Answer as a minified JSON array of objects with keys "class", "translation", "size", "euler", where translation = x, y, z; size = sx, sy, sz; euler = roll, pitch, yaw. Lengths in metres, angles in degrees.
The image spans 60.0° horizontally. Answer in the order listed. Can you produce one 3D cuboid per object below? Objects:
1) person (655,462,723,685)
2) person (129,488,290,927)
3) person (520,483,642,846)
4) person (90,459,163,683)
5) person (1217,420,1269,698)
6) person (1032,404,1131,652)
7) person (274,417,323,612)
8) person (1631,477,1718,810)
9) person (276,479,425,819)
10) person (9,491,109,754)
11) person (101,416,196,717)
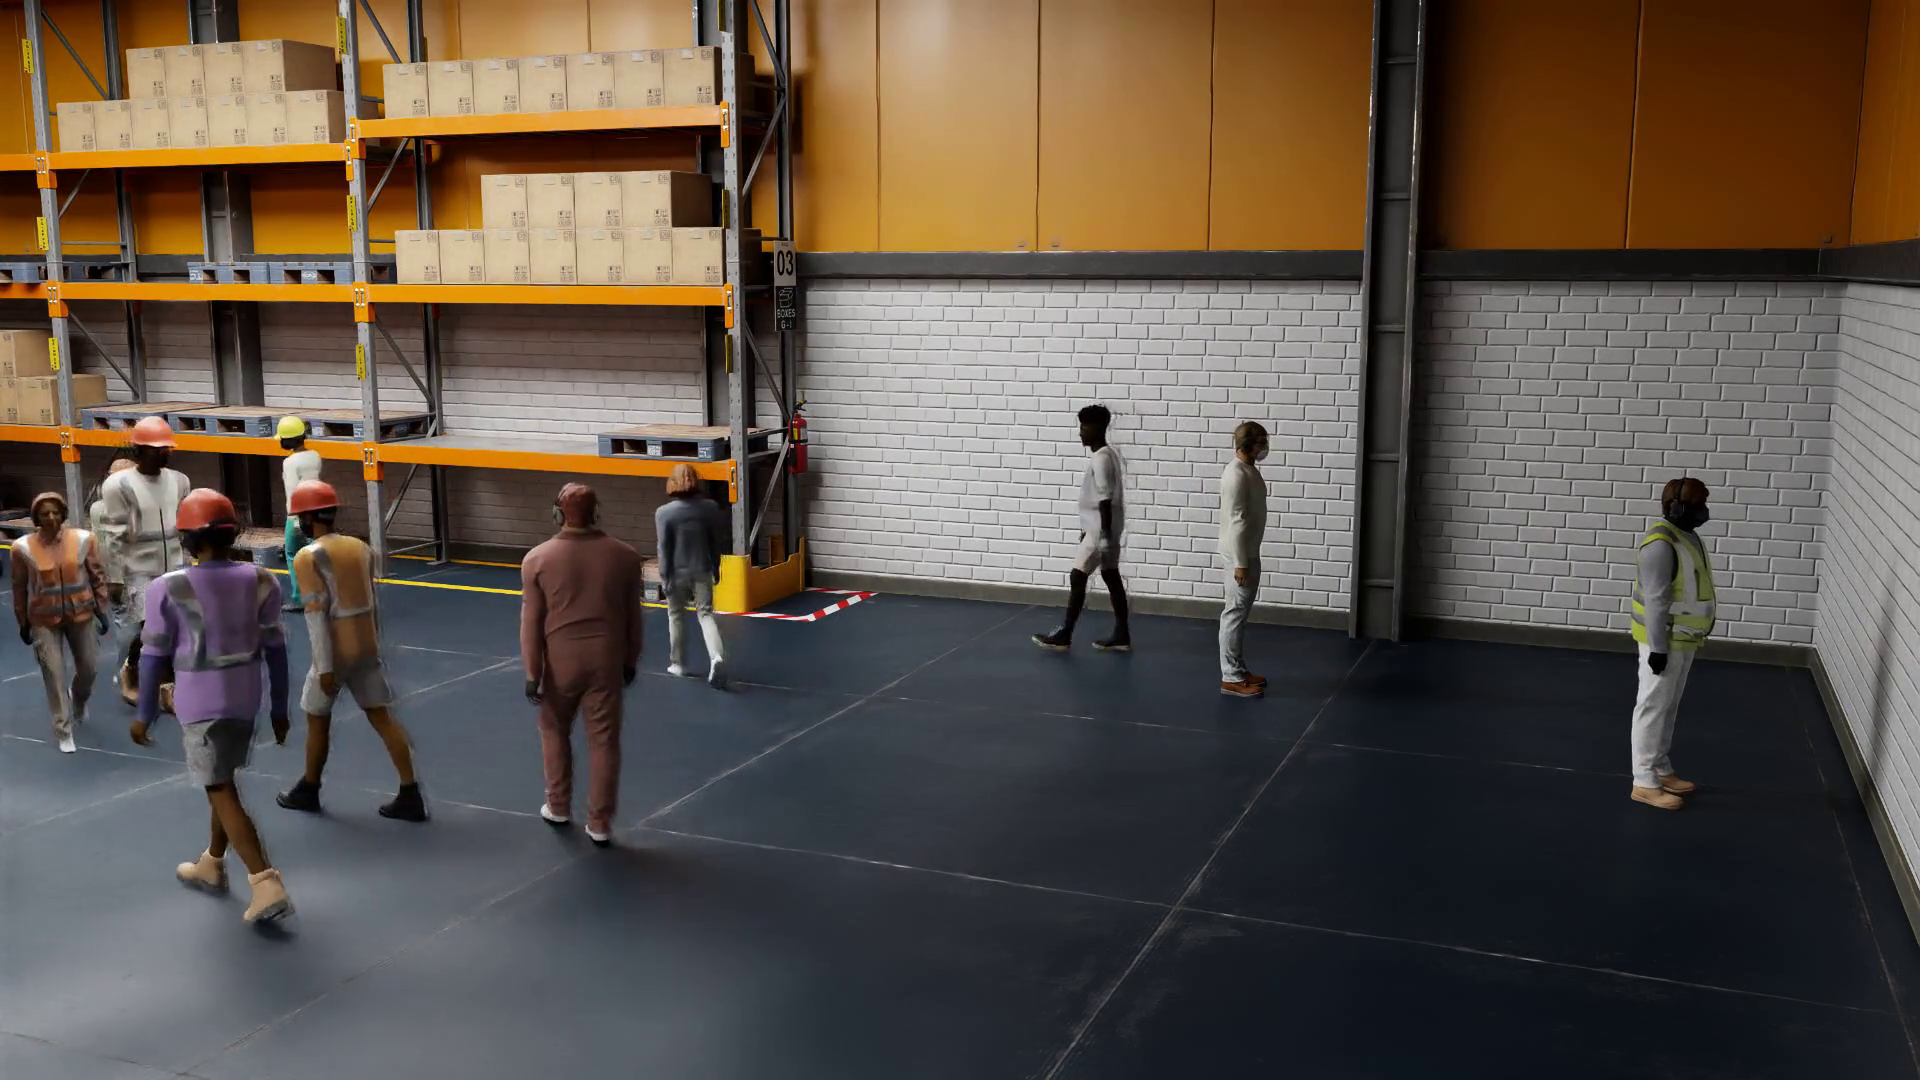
[{"class":"person","translation":[-1.933,0.241,11.992],"size":[0.503,1.612,0.744],"euler":[-5,10,-27]},{"class":"person","translation":[-3.406,0.760,7.705],"size":[1.048,2.004,0.631],"euler":[7,11,35]},{"class":"person","translation":[-2.019,0.629,8.804],"size":[0.665,1.873,0.801],"euler":[-5,10,-27]},{"class":"person","translation":[-5.964,0.229,11.986],"size":[0.507,1.632,0.275],"euler":[-7,12,-38]},{"class":"person","translation":[2.002,0.123,11.707],"size":[0.372,1.940,0.632],"euler":[3,10,16]},{"class":"person","translation":[0.955,-0.084,12.966],"size":[0.882,1.931,0.646],"euler":[2,9,9]},{"class":"person","translation":[-5.649,-0.195,14.272],"size":[0.634,1.729,0.506],"euler":[5,11,27]},{"class":"person","translation":[4.006,0.561,9.343],"size":[0.430,1.845,0.624],"euler":[7,12,38]},{"class":"person","translation":[-3.331,0.604,9.061],"size":[0.960,1.865,0.563],"euler":[4,10,25]},{"class":"person","translation":[-5.637,0.488,10.426],"size":[0.525,1.625,0.575],"euler":[-7,12,-36]},{"class":"person","translation":[-5.379,0.184,11.074],"size":[0.517,2.024,0.641],"euler":[6,11,31]}]
